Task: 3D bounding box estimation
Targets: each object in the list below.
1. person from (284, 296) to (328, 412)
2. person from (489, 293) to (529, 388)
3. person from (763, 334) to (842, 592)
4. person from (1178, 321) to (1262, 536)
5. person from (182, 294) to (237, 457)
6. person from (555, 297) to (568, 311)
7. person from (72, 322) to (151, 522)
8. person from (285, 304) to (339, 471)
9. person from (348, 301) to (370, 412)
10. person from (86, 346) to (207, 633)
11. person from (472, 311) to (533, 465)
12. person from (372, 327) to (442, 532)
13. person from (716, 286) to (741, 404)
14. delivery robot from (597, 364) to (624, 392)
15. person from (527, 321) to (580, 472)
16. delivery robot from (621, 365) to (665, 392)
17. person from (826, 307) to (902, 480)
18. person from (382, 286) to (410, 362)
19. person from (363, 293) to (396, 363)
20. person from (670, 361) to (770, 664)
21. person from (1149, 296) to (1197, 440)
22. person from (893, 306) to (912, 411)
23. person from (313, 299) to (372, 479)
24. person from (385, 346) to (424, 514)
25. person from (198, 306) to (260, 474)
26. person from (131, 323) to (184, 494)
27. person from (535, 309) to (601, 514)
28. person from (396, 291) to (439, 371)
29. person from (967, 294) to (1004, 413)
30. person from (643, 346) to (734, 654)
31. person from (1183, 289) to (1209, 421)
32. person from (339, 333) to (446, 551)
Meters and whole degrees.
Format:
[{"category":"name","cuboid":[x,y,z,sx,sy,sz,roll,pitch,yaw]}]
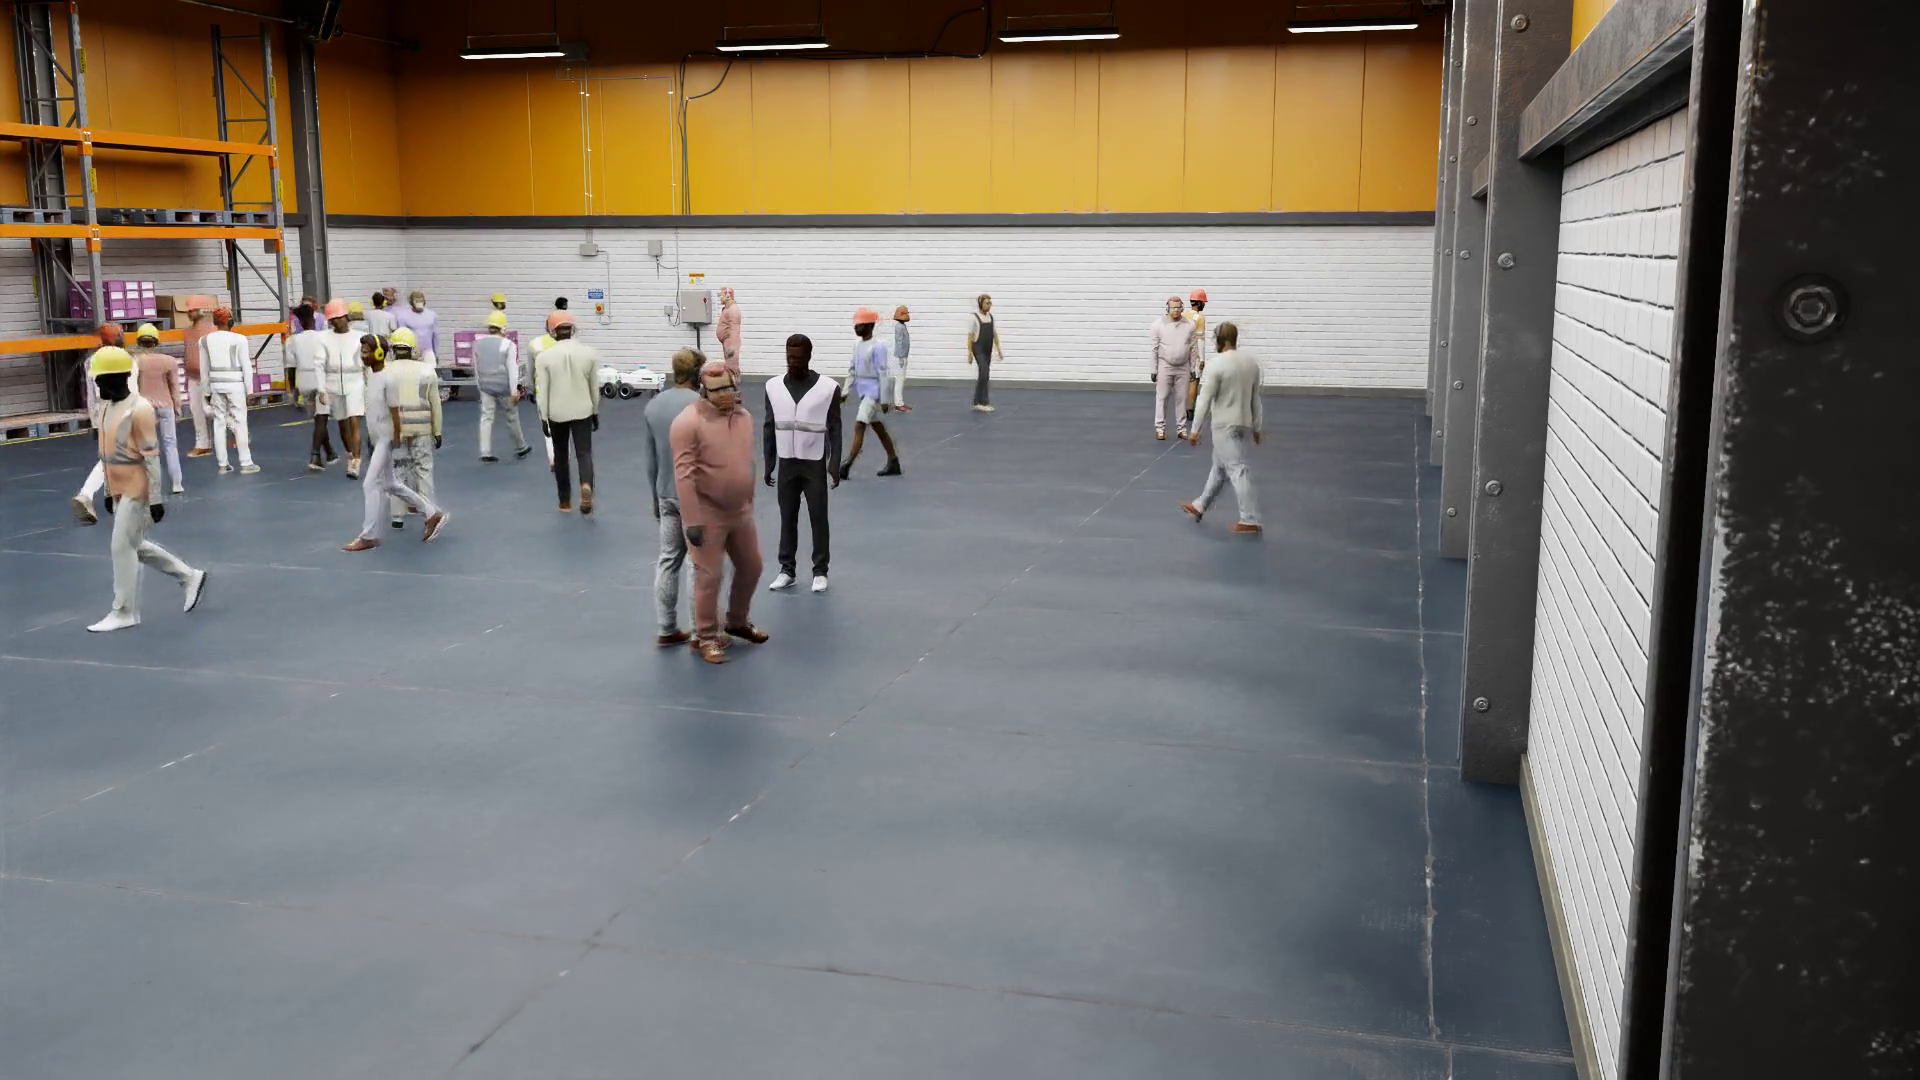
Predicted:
[{"category":"person","cuboid":[-10.092,-2.868,25.703,0.605,1.781,0.968,2,10,12]},{"category":"person","cuboid":[-7.955,-3.431,29.033,0.885,1.722,0.550,3,10,16]},{"category":"person","cuboid":[-1.165,-0.574,12.353,0.597,1.914,0.369,2,10,12]},{"category":"person","cuboid":[2.326,-1.007,14.892,0.648,1.878,1.037,-9,13,-41]},{"category":"person","cuboid":[-9.186,-2.009,20.308,0.619,1.976,0.643,5,11,28]},{"category":"person","cuboid":[-7.060,-3.431,29.200,0.534,1.683,0.530,3,10,16]},{"category":"person","cuboid":[-7.863,-1.081,15.406,0.583,1.860,0.826,3,10,17]},{"category":"person","cuboid":[-7.410,-1.762,19.132,0.618,1.902,1.037,0,10,0]},{"category":"person","cuboid":[-9.272,-2.792,25.475,0.491,1.719,0.702,0,10,-1]},{"category":"person","cuboid":[-5.519,-0.362,11.193,0.601,1.902,0.778,9,13,41]},{"category":"person","cuboid":[-5.425,-1.799,19.657,0.617,1.781,0.914,3,10,16]},{"category":"person","cuboid":[-4.961,-0.989,14.940,0.600,1.831,0.404,-3,11,-19]},{"category":"person","cuboid":[-3.759,-3.166,27.066,0.403,1.904,0.651,-2,10,-12]},{"category":"delivery robot","cuboid":[-5.980,-2.746,28.237,0.707,0.478,0.477,6,12,31]},{"category":"person","cuboid":[-4.617,-1.690,19.035,0.621,1.793,0.968,-4,11,-20]},{"category":"delivery robot","cuboid":[-5.317,-2.688,27.913,0.707,0.478,0.477,2,10,8]},{"category":"person","cuboid":[-1.047,-1.605,18.283,1.016,1.883,0.565,-5,11,-27]},{"category":"person","cuboid":[-9.604,-3.352,28.165,0.675,1.884,0.433,4,11,21]},{"category":"person","cuboid":[-9.313,-3.069,26.826,0.540,1.811,1.022,-1,10,-5]},{"category":"person","cuboid":[-1.496,-0.179,10.268,0.486,1.873,0.721,8,13,39]},{"category":"person","cuboid":[2.820,-2.262,21.968,0.643,1.903,0.402,-2,10,-10]},{"category":"person","cuboid":[-0.892,-2.818,25.852,0.275,1.636,0.507,1,10,4]},{"category":"person","cuboid":[-6.837,-1.682,18.501,0.597,1.983,1.078,-2,10,-11]},{"category":"person","cuboid":[-5.211,-1.034,15.798,0.380,1.614,0.513,-6,12,-31]},{"category":"person","cuboid":[-8.218,-1.676,18.691,0.572,1.882,0.358,1,10,4]},{"category":"person","cuboid":[-8.297,-1.340,17.120,0.532,1.767,0.325,-6,12,-29]},{"category":"person","cuboid":[-3.689,-1.197,15.757,0.611,1.963,0.808,-4,11,-20]},{"category":"person","cuboid":[-8.124,-2.780,24.983,0.653,1.873,1.042,-6,12,-31]},{"category":"person","cuboid":[0.421,-2.869,25.634,0.737,1.821,0.532,9,14,42]},{"category":"person","cuboid":[-1.712,-0.253,10.481,0.639,1.938,0.358,7,12,33]},{"category":"person","cuboid":[3.457,-2.713,24.437,0.382,1.932,0.542,-5,11,-26]},{"category":"person","cuboid":[-4.844,-0.841,14.123,0.878,1.837,0.529,-7,12,-35]}]
